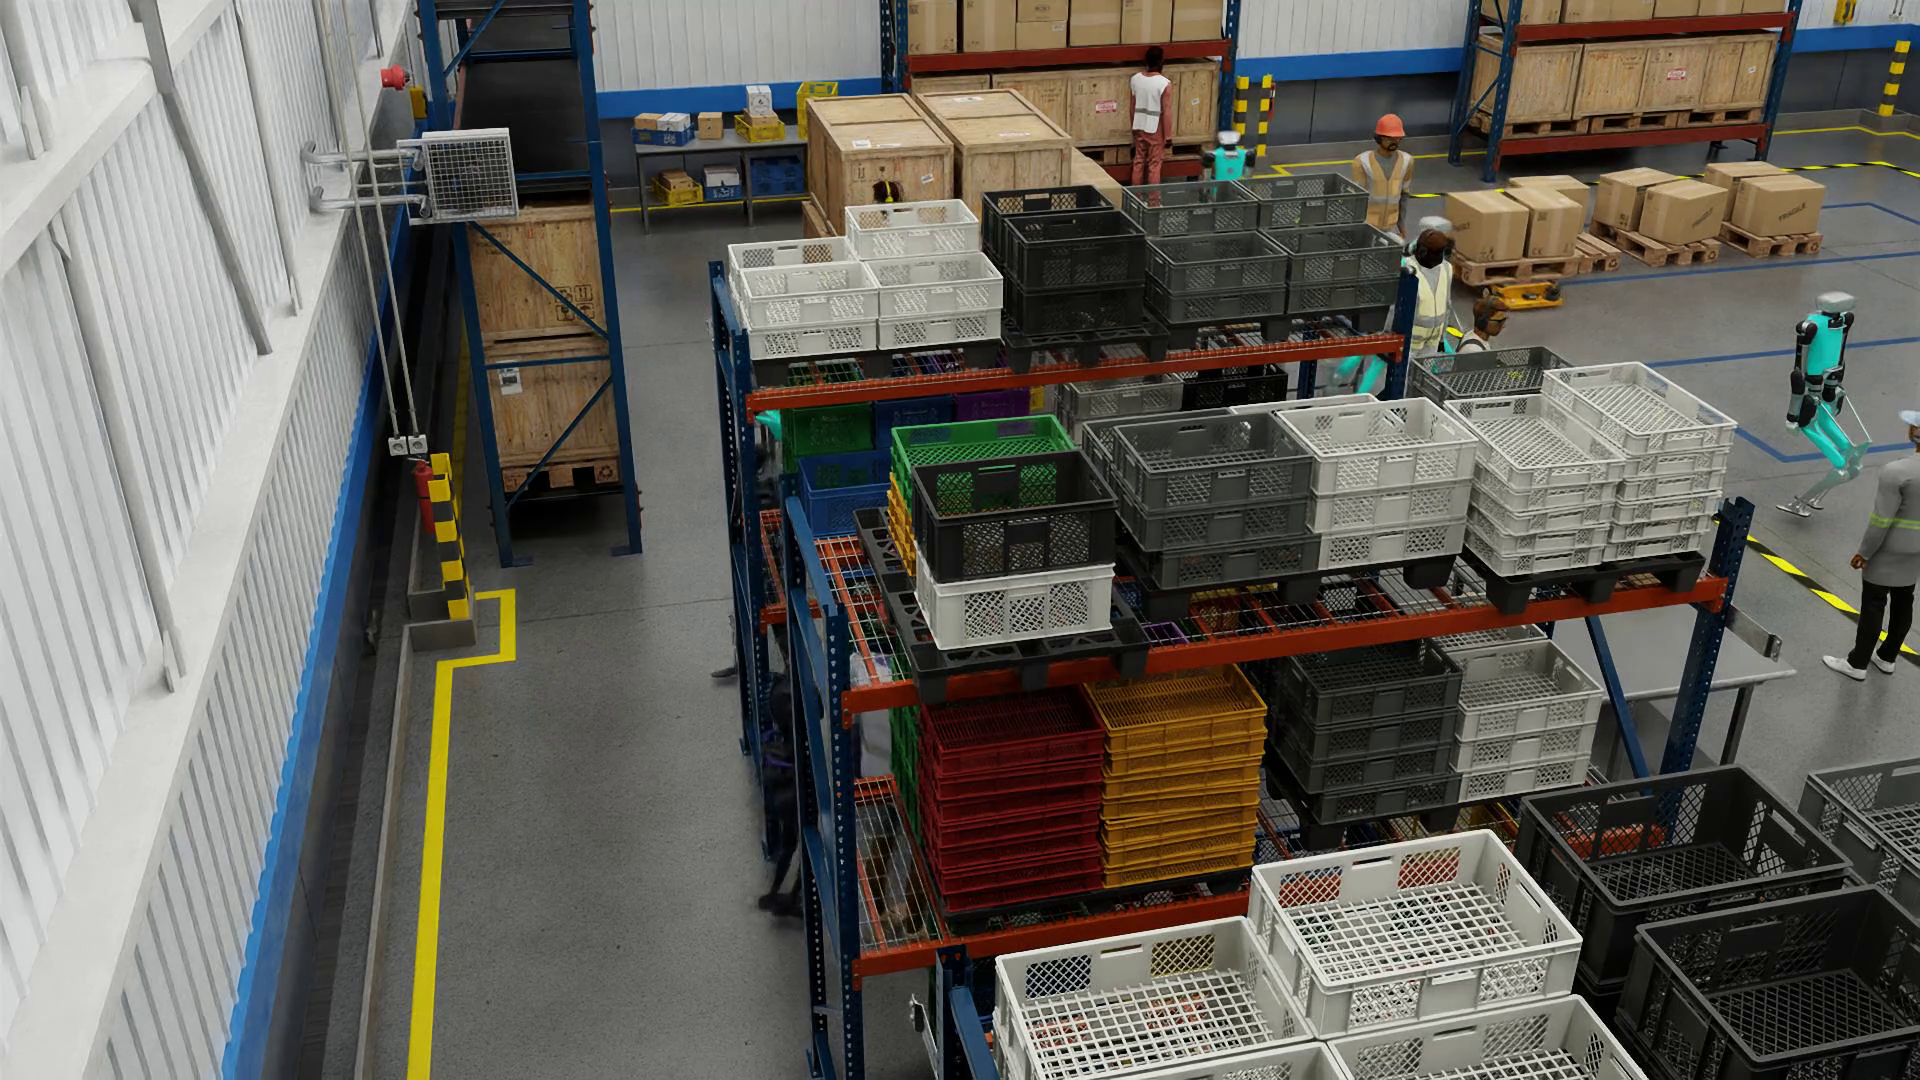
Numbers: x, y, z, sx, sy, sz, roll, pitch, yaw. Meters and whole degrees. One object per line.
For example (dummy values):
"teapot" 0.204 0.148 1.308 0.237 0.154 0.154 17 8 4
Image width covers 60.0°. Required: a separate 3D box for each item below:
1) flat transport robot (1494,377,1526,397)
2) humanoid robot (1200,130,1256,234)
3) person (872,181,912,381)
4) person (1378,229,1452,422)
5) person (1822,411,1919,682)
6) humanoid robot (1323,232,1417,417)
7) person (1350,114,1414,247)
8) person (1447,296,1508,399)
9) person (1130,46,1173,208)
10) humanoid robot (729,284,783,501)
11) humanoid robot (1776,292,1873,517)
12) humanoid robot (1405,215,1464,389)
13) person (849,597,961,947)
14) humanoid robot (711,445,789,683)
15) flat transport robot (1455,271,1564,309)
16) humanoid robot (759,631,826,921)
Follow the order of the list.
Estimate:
"flat transport robot" 4.780 -1.036 14.013 0.659 0.231 1.431 -6 28 -12
"humanoid robot" 2.622 -3.352 16.845 0.551 1.765 0.946 -1 28 -2
"person" -0.706 -2.229 14.584 0.755 1.844 0.533 -5 28 -10
"person" 3.688 -1.628 13.461 0.629 1.835 0.429 -13 30 -22
"person" 5.810 0.020 10.310 0.588 1.852 0.369 -8 29 -15
"humanoid robot" 3.237 -1.537 13.475 0.656 1.884 0.548 -13 30 -23
"person" 4.004 -3.052 15.933 0.606 2.048 0.366 -5 28 -10
"person" 3.675 -0.883 12.033 0.326 1.841 0.513 6 28 11
"person" 2.206 -4.741 19.269 0.590 1.922 0.393 25 36 38
"humanoid robot" -1.355 -1.031 12.443 0.904 1.782 0.571 12 30 21
"humanoid robot" 6.380 -0.935 12.107 0.533 1.672 0.735 -15 31 -26
"humanoid robot" 4.032 -1.752 13.825 0.555 1.787 0.802 -20 34 -32
"person" -0.268 1.138 8.003 0.622 2.033 0.427 19 33 32
"humanoid robot" -1.266 0.187 10.199 0.602 1.639 0.608 -14 31 -24
"flat transport robot" 5.567 -2.719 17.175 0.652 0.197 1.431 -6 28 -12
"humanoid robot" -0.854 1.176 8.319 0.402 1.645 0.594 -5 28 -10
